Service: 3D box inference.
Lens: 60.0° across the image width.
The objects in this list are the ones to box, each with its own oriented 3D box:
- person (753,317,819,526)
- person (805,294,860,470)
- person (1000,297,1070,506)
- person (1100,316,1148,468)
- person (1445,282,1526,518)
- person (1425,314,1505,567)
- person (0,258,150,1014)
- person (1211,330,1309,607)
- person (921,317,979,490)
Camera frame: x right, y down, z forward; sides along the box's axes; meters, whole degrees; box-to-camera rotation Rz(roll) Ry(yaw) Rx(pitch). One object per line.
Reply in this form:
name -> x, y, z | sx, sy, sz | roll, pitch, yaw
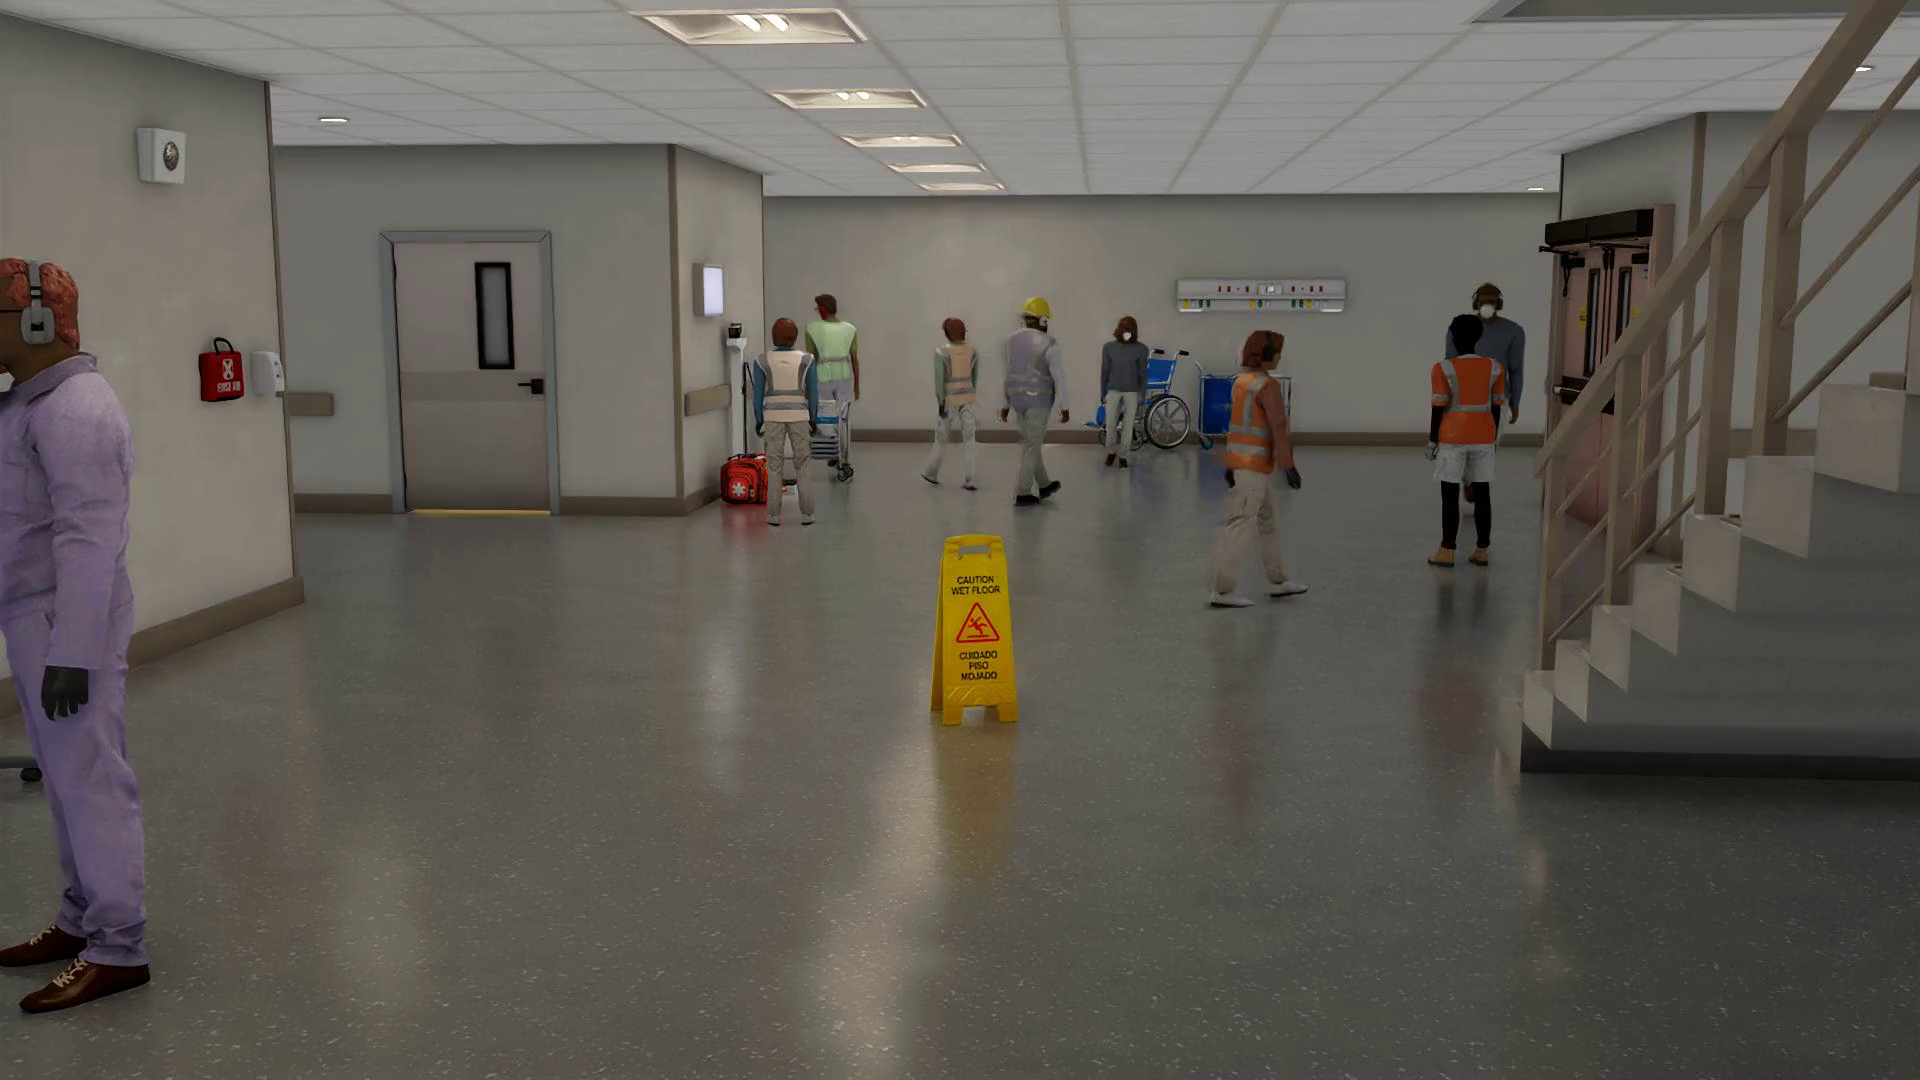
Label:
person -> -1.371, -0.926, 13.107 | 0.515, 1.641, 0.315 | -1, 8, -5
person -> -1.311, -1.622, 17.191 | 0.632, 1.830, 0.469 | -4, 9, -25
person -> 0.719, -1.211, 14.530 | 0.620, 1.792, 0.873 | 8, 11, 42
person -> 1.720, -1.546, 17.423 | 0.501, 1.604, 0.410 | 2, 9, 12
person -> 4.304, -1.153, 13.704 | 0.644, 1.924, 0.663 | 2, 9, 16
person -> 3.366, -0.657, 11.109 | 0.532, 1.693, 0.319 | -2, 9, -11
person -> -2.348, 0.237, 4.304 | 0.410, 1.909, 0.643 | -6, 10, -36
person -> 1.804, -0.405, 9.694 | 0.769, 1.609, 0.536 | -1, 8, -8
person -> -0.071, -1.292, 15.717 | 0.521, 1.601, 0.831 | -4, 9, -27
